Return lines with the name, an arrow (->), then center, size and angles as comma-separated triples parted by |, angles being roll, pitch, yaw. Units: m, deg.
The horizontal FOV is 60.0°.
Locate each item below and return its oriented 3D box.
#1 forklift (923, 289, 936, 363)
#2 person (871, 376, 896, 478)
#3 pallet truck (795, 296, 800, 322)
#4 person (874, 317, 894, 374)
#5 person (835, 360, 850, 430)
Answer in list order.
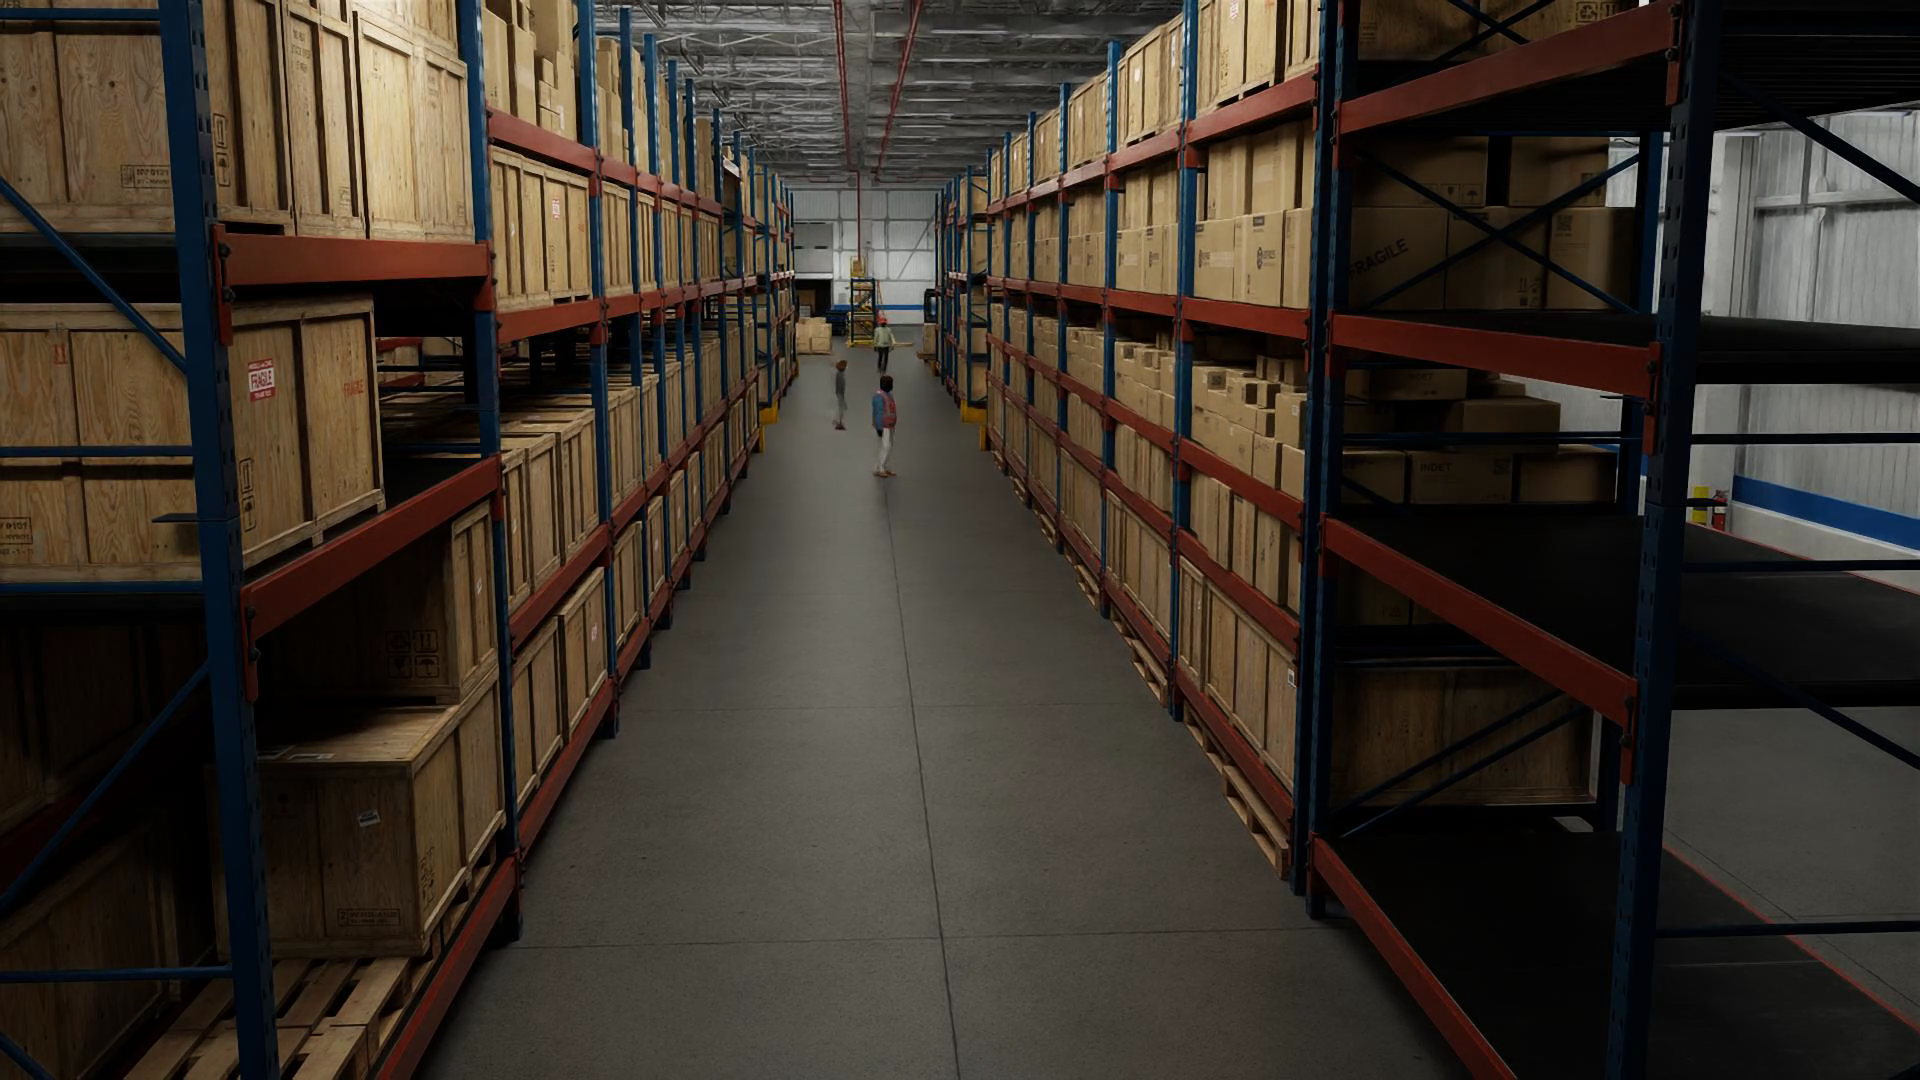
forklift -> -0.839, -8.200, 63.449 | 1.129, 2.768, 1.873 | -1, 10, -3
person -> -1.353, -2.022, 29.713 | 0.430, 1.822, 0.645 | 2, 10, 12
pallet truck -> -8.622, -12.439, 91.403 | 1.885, 1.965, 0.823 | 2, 10, 13
person -> -2.571, -6.624, 56.753 | 0.621, 1.960, 0.699 | -3, 10, -20
person -> -2.697, -3.316, 38.024 | 0.388, 1.616, 0.538 | -1, 10, -6
